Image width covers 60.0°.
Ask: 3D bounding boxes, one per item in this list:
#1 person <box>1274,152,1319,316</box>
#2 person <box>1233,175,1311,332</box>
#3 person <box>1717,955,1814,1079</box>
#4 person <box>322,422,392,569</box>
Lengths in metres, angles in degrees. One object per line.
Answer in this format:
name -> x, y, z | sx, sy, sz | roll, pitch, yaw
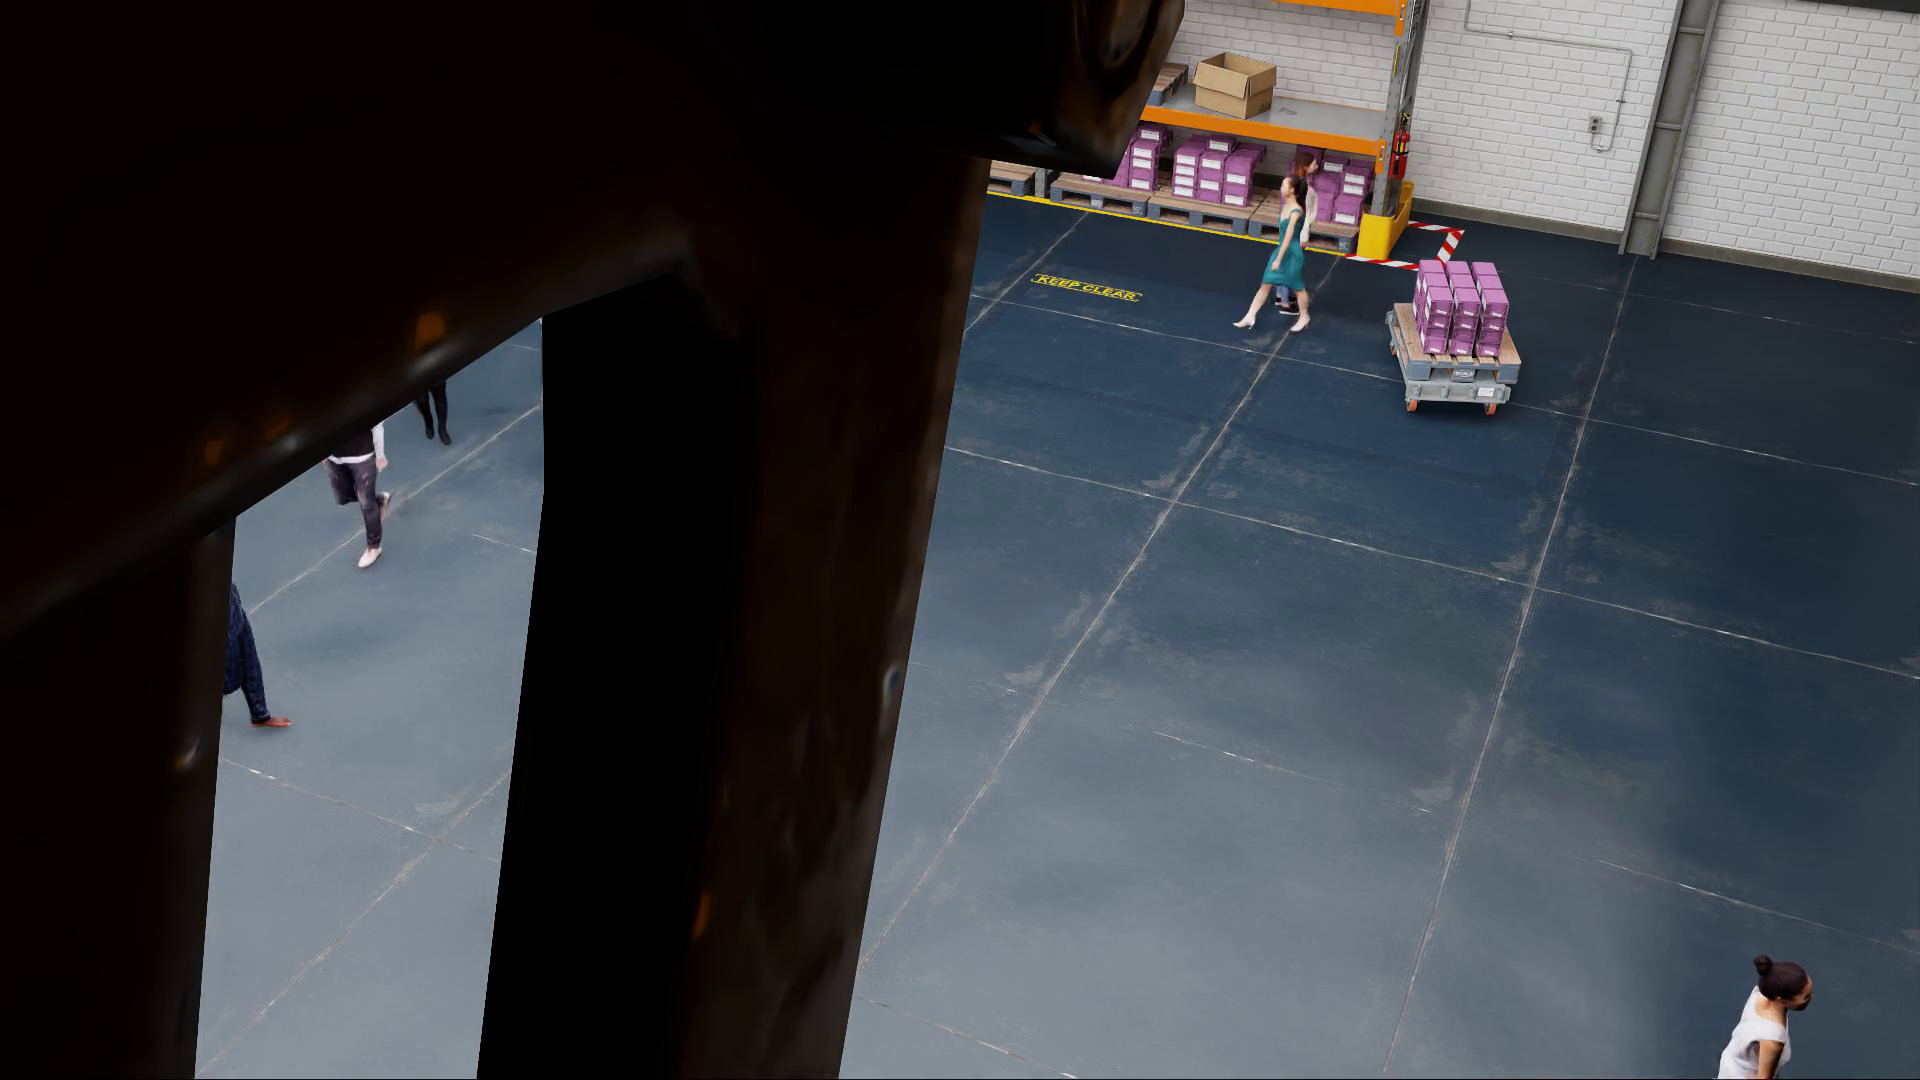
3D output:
person -> 3.430, -3.143, 16.967 | 0.696, 1.691, 0.705 | 0, 34, 0
person -> 3.333, -2.781, 16.468 | 1.093, 1.642, 0.966 | -8, 34, -11
person -> 3.853, 2.665, 8.313 | 0.611, 1.598, 0.608 | 10, 35, 14
person -> -4.761, -0.685, 13.161 | 0.943, 1.811, 0.900 | 6, 34, 9
